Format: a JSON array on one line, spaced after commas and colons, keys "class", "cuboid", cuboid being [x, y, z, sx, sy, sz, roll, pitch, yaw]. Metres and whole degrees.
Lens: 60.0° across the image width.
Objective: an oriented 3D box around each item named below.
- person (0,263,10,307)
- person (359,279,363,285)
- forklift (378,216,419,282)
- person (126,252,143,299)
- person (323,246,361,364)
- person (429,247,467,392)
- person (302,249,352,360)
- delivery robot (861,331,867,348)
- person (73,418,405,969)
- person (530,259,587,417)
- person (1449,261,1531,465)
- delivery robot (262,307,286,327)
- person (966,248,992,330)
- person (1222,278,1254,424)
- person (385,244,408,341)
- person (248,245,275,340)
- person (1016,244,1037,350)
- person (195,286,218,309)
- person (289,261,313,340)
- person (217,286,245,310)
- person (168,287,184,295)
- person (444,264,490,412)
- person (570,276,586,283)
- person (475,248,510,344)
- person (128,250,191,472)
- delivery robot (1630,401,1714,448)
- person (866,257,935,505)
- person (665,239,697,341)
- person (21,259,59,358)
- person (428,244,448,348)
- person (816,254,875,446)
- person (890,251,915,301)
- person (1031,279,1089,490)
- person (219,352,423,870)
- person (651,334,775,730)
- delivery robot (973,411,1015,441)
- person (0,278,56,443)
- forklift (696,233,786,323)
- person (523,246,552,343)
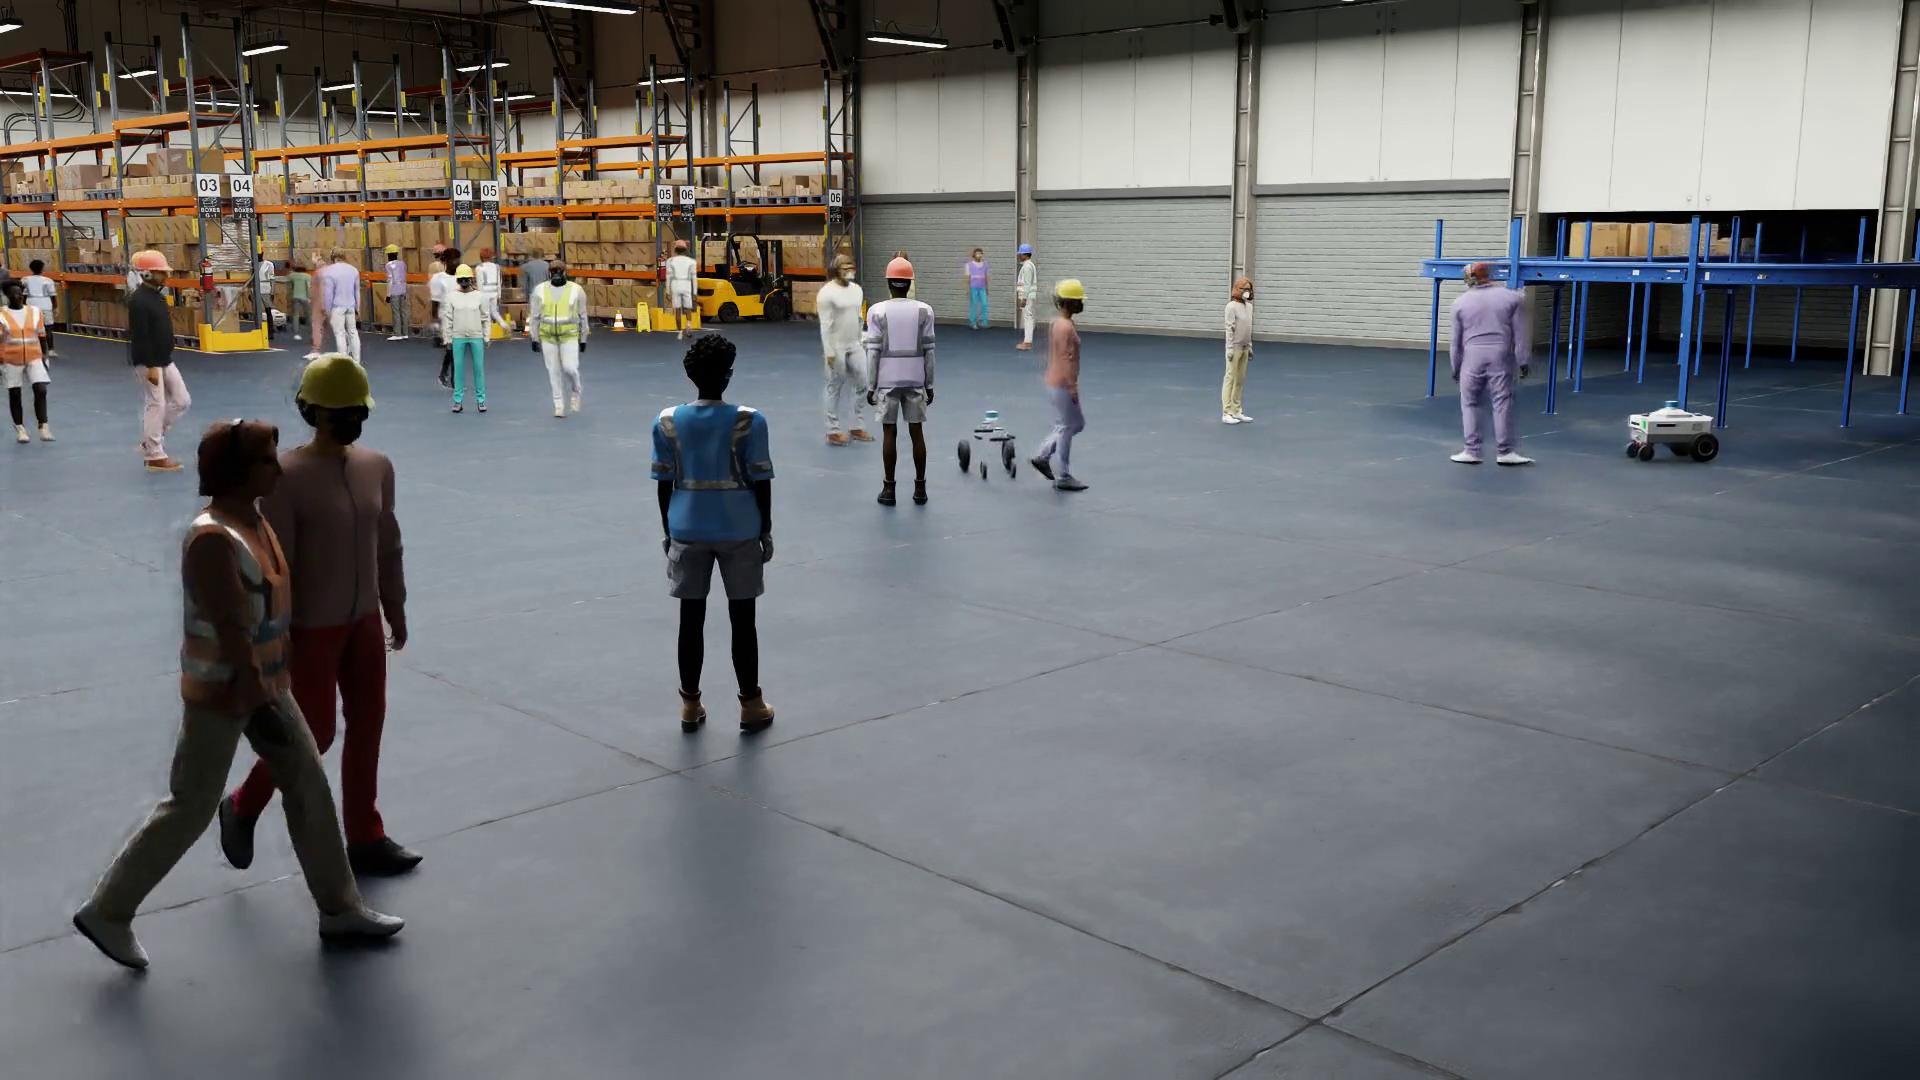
[{"class": "person", "cuboid": [-21.715, -5.577, 37.549, 0.509, 1.632, 0.266, -9, 13, -39]}, {"class": "person", "cuboid": [-17.925, -7.917, 49.534, 0.660, 1.922, 0.544, 9, 14, 41]}, {"class": "forklift", "cuboid": [-17.868, -9.201, 54.028, 1.873, 2.768, 1.129, -10, 14, -44]}, {"class": "person", "cuboid": [-13.523, -3.842, 27.544, 0.404, 1.833, 0.587, -1, 10, -7]}, {"class": "person", "cuboid": [-9.689, -3.629, 26.095, 0.352, 1.937, 0.635, 7, 12, 33]}, {"class": "person", "cuboid": [-6.852, -2.972, 22.470, 0.420, 1.948, 0.643, 6, 12, 30]}, {"class": "person", "cuboid": [-10.880, -4.056, 28.564, 0.820, 1.883, 0.644, -2, 11, -9]}, {"class": "delivery robot", "cuboid": [-1.937, -3.610, 29.626, 0.707, 0.478, 0.477, 4, 11, 23]}, {"class": "person", "cuboid": [-2.161, 0.441, 4.829, 0.861, 1.596, 0.504, -1, 10, -4]}, {"class": "person", "cuboid": [-4.692, -2.353, 19.443, 0.628, 1.828, 0.448, 0, 10, -2]}, {"class": "person", "cuboid": [4.957, -1.640, 15.458, 0.800, 1.874, 0.409, 2, 11, 13]}, {"class": "delivery robot", "cuboid": [-15.169, -4.914, 36.727, 0.477, 0.478, 0.707, -9, 14, -41]}, {"class": "person", "cuboid": [0.439, -5.574, 37.034, 0.602, 1.807, 0.854, -5, 11, -25]}, {"class": "person", "cuboid": [3.167, -2.149, 18.858, 0.282, 1.633, 0.498, 9, 14, 40]}, {"class": "person", "cuboid": [-11.401, -5.003, 33.612, 0.361, 1.930, 0.587, 3, 11, 15]}, {"class": "person", "cuboid": [-14.269, -5.070, 33.954, 0.544, 1.939, 0.355, -1, 10, -7]}, {"class": "person", "cuboid": [1.240, -4.544, 31.056, 0.384, 1.948, 0.605, 1, 10, 5]}, {"class": "person", "cuboid": [-18.129, -6.176, 40.077, 0.652, 1.904, 0.402, -1, 10, -4]}, {"class": "person", "cuboid": [-13.453, -4.913, 34.040, 0.500, 1.590, 0.818, 1, 10, 3]}, {"class": "person", "cuboid": [-15.866, -5.461, 36.263, 0.494, 1.870, 0.604, 6, 12, 29]}, {"class": "person", "cuboid": [-22.098, -7.369, 46.579, 0.575, 1.900, 0.902, 8, 13, 37]}, {"class": "person", "cuboid": [-5.914, -2.425, 19.999, 0.527, 1.768, 0.331, -2, 11, -13]}, {"class": "person", "cuboid": [-10.464, -7.093, 45.551, 0.483, 1.737, 0.320, 4, 11, 18]}, {"class": "person", "cuboid": [-9.199, -4.787, 32.608, 0.667, 1.866, 0.587, 7, 13, 35]}, {"class": "person", "cuboid": [-7.202, -1.603, 14.942, 0.437, 1.975, 0.652, -1, 10, -4]}, {"class": "delivery robot", "cuboid": [6.771, -1.082, 15.843, 0.707, 0.478, 0.477, 0, 10, -2]}, {"class": "person", "cuboid": [-0.477, -1.257, 13.166, 0.552, 1.935, 0.373, -2, 11, -13]}, {"class": "person", "cuboid": [-5.647, -5.057, 33.655, 0.625, 2.029, 0.434, -3, 11, -14]}, {"class": "person", "cuboid": [-15.936, -4.003, 28.797, 0.541, 1.695, 0.316, -3, 11, -15]}, {"class": "person", "cuboid": [-9.799, -4.607, 31.432, 0.373, 1.934, 0.551, -9, 14, -42]}, {"class": "person", "cuboid": [-1.117, -1.903, 16.722, 0.650, 1.920, 0.656, 9, 13, 39]}, {"class": "person", "cuboid": [-1.009, -4.119, 29.065, 0.429, 1.834, 0.628, 2, 11, 11]}, {"class": "person", "cuboid": [0.870, -1.289, 13.850, 0.417, 1.754, 0.529, 1, 10, 5]}, {"class": "person", "cuboid": [-2.100, 0.253, 5.455, 0.549, 1.747, 0.538, 4, 11, 22]}, {"class": "person", "cuboid": [-1.042, -0.026, 7.110, 0.532, 1.696, 0.319, 1, 10, 7]}, {"class": "delivery robot", "cuboid": [0.284, -1.040, 14.906, 0.335, 0.223, 0.698, -2, 11, -11]}, {"class": "person", "cuboid": [-9.494, -1.805, 16.852, 0.555, 1.665, 0.727, -10, 14, -42]}, {"class": "forklift", "cuboid": [-5.496, -6.489, 41.108, 2.313, 2.155, 1.214, -10, 14, -44]}, {"class": "person", "cuboid": [-8.280, -4.823, 32.718, 0.642, 1.906, 0.914, 1, 10, 5]}]
